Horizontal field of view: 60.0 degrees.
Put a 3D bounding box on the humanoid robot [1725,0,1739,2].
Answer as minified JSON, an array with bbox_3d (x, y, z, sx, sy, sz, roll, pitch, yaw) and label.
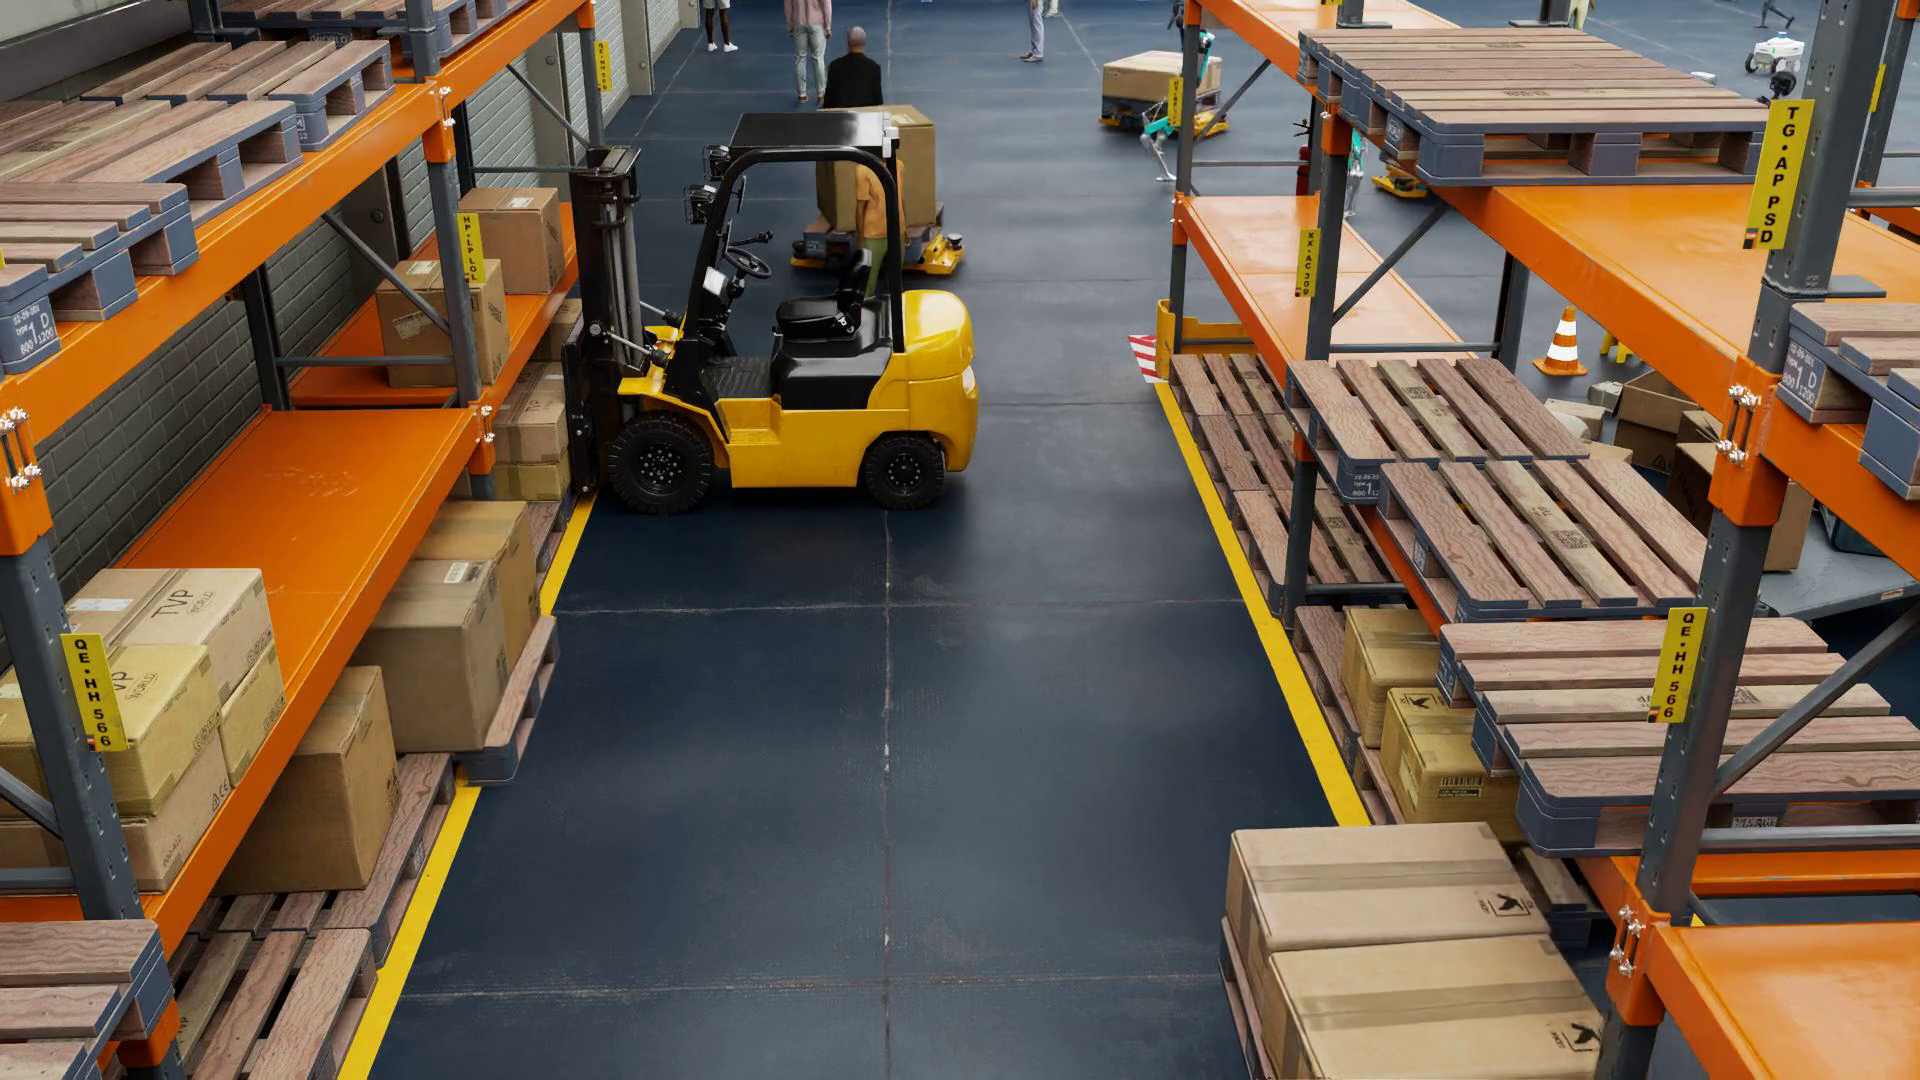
[{"bbox_3d":[14.053,-10.708,30.349,0.649,1.630,0.596,22,33,38],"label":"humanoid robot"}]

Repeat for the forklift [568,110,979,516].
[{"bbox_3d":[-1.043,-1.379,9.976,2.313,2.155,1.214,-1,25,-2],"label":"forklift"}]

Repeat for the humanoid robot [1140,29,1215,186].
[{"bbox_3d":[2.142,-4.425,17.010,0.840,1.807,0.535,0,25,-1],"label":"humanoid robot"}]

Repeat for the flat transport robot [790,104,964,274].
[{"bbox_3d":[-0.726,-2.557,14.719,1.431,0.231,0.659,4,26,9],"label":"flat transport robot"}]

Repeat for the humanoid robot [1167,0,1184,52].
[{"bbox_3d":[3.153,-7.308,23.165,0.600,1.639,0.614,-19,31,-34],"label":"humanoid robot"}]

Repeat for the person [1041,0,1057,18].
[{"bbox_3d":[1.461,-9.740,28.241,0.635,1.707,0.585,-23,34,-40],"label":"person"}]

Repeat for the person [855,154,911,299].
[{"bbox_3d":[-0.558,-2.249,12.365,0.461,1.712,0.359,-18,30,-33],"label":"person"}]

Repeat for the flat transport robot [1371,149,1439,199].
[{"bbox_3d":[5.065,-3.742,17.228,1.431,0.231,0.659,-5,26,-11],"label":"flat transport robot"}]

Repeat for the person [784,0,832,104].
[{"bbox_3d":[-1.934,-6.569,21.266,0.629,1.937,0.373,6,26,12],"label":"person"}]

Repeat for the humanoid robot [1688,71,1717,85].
[{"bbox_3d":[6.413,-2.998,13.996,1.013,1.774,0.530,16,29,30],"label":"humanoid robot"}]

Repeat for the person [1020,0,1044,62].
[{"bbox_3d":[1.099,-7.920,24.234,0.389,1.841,0.562,-2,25,-4],"label":"person"}]

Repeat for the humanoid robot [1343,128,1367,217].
[{"bbox_3d":[3.788,-3.942,15.929,0.590,1.767,0.719,-9,27,-18],"label":"humanoid robot"}]

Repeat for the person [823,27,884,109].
[{"bbox_3d":[-1.018,-3.955,15.891,0.583,1.820,0.882,-3,25,-6],"label":"person"}]

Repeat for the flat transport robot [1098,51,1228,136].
[{"bbox_3d":[2.450,-5.090,20.084,1.431,0.231,0.659,16,29,30],"label":"flat transport robot"}]

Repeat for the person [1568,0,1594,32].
[{"bbox_3d":[8.785,-7.717,23.749,0.518,1.893,0.401,1,25,3],"label":"person"}]

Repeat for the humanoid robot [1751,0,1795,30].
[{"bbox_3d":[13.399,-9.175,27.101,0.589,1.630,0.610,13,28,25],"label":"humanoid robot"}]

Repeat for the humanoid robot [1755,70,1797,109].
[{"bbox_3d":[6.982,-3.324,14.697,0.428,1.632,0.615,-6,26,-13],"label":"humanoid robot"}]

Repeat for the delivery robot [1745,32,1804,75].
[{"bbox_3d":[11.559,-6.873,23.493,0.750,0.568,0.499,-14,29,-27],"label":"delivery robot"}]

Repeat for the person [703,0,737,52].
[{"bbox_3d":[-3.689,-8.351,25.080,0.543,1.900,0.376,7,26,15],"label":"person"}]
